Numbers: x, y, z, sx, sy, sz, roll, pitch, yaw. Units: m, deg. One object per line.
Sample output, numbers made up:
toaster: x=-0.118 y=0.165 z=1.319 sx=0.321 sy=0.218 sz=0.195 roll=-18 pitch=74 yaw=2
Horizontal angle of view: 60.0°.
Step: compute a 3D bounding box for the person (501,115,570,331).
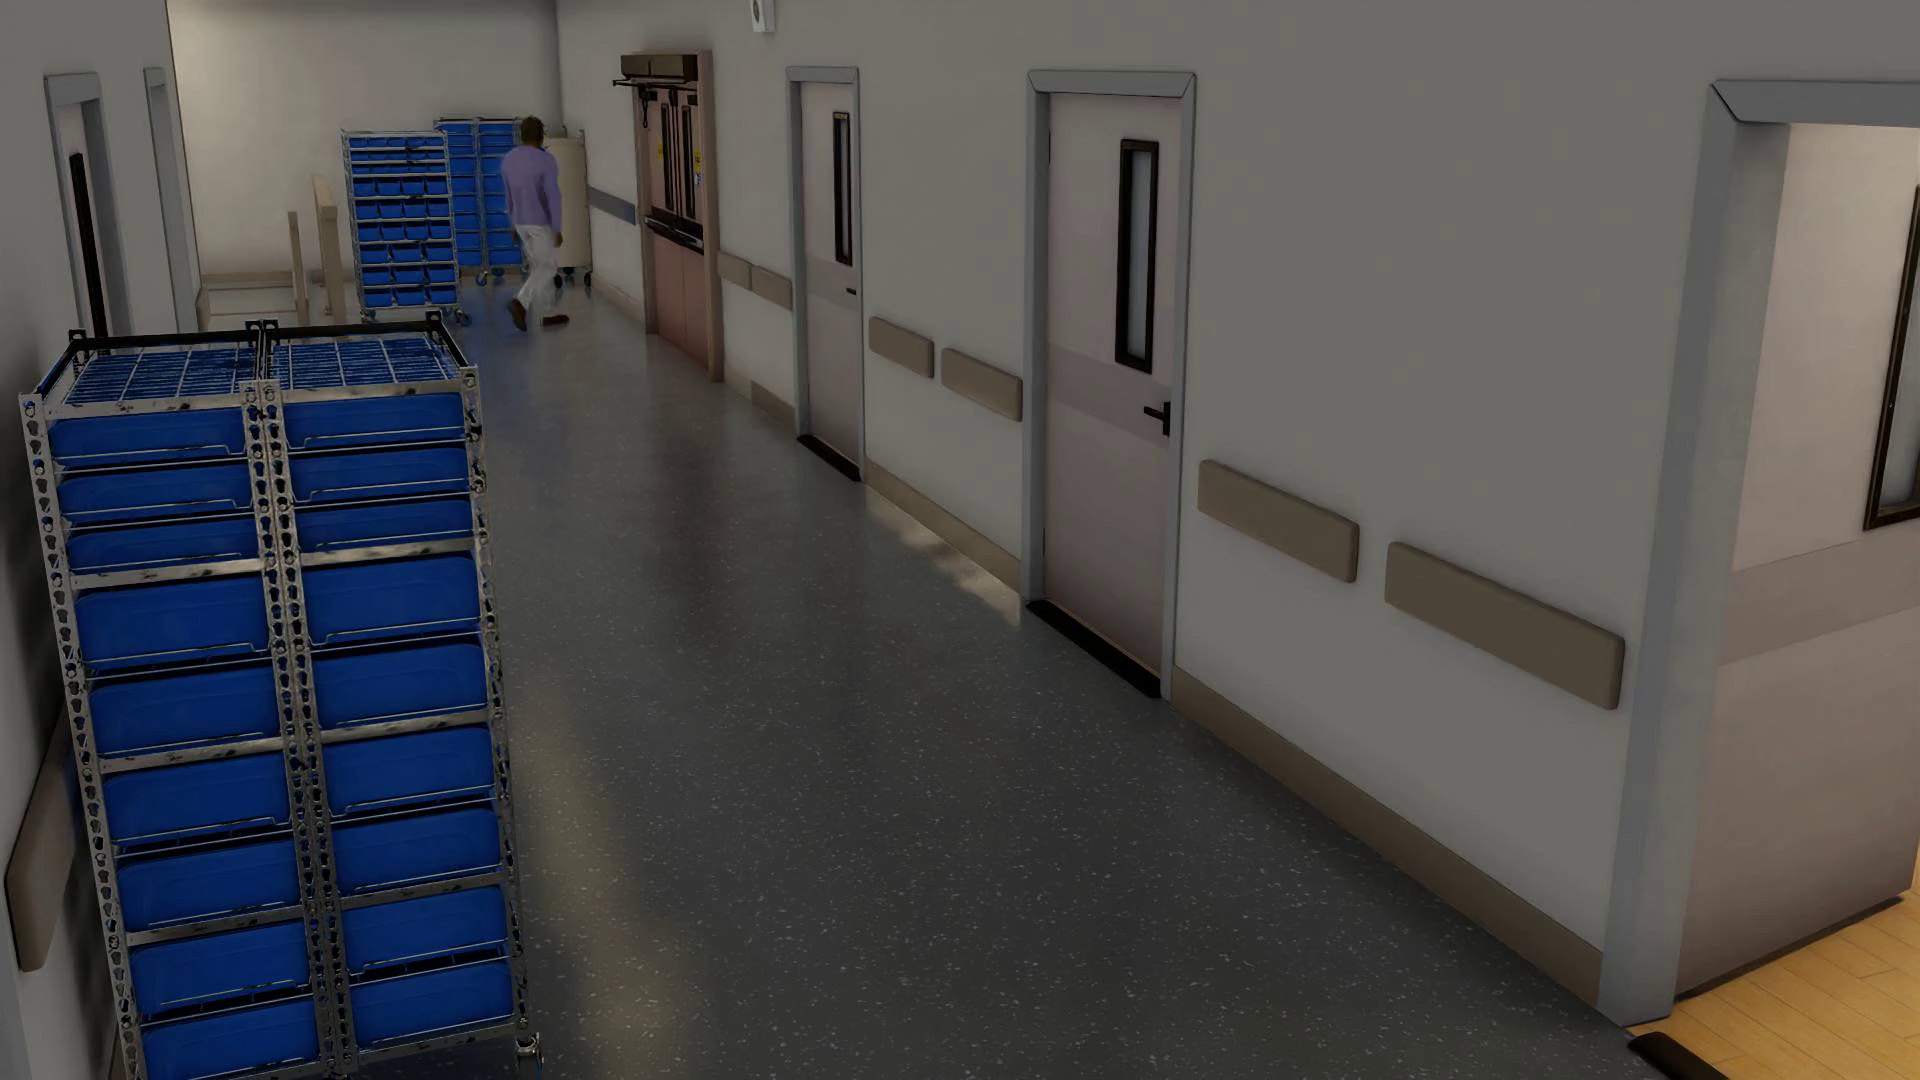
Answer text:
person: x=-3.817 y=-2.810 z=14.837 sx=0.639 sy=1.905 sz=0.836 roll=9 pitch=19 yaw=29
